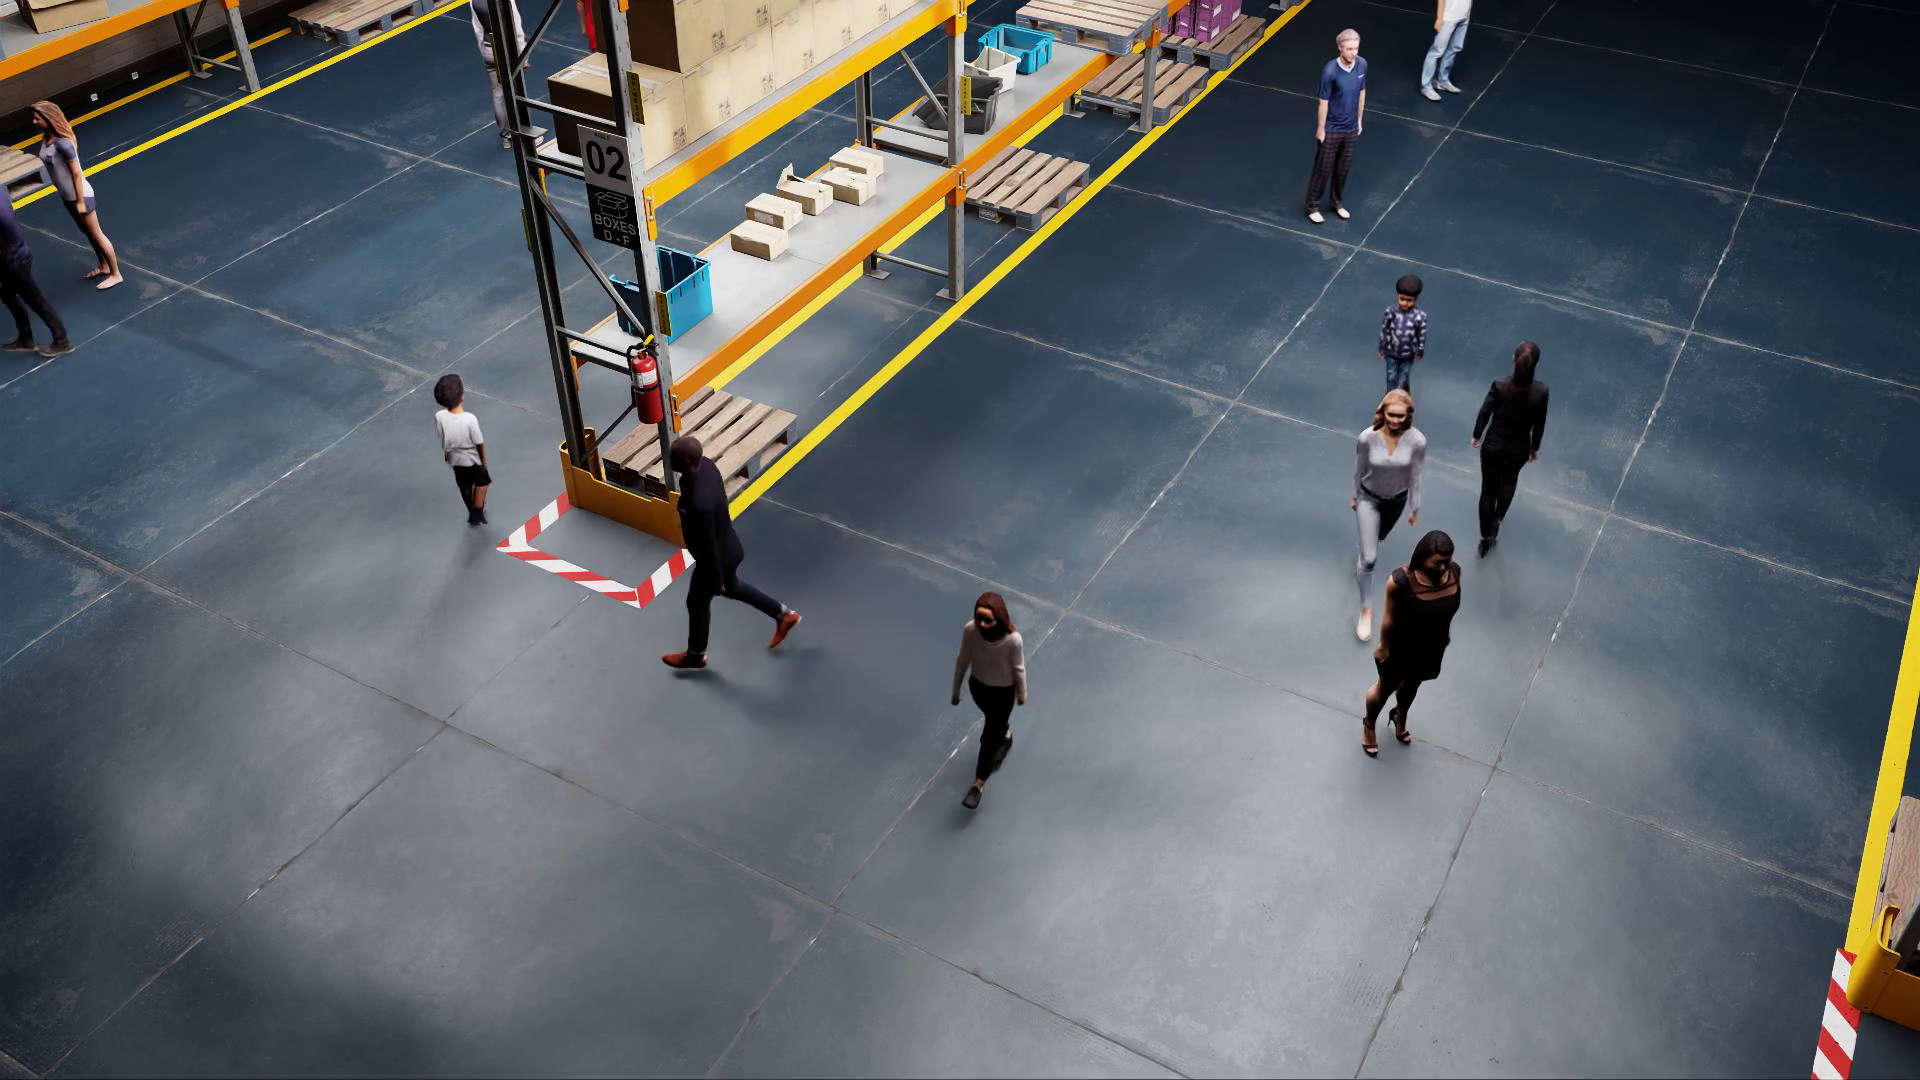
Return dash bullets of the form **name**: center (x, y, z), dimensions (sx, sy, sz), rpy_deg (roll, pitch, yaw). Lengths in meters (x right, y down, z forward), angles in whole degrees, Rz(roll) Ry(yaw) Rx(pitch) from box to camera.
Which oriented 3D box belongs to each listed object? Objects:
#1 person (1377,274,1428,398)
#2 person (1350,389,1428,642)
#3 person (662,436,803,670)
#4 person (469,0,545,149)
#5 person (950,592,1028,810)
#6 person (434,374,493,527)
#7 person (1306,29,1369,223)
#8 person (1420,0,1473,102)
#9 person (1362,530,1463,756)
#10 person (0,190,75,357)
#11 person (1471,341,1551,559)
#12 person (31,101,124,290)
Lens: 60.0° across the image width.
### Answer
- **person**: center (3.508, -1.561, 13.155), dimensions (0.498, 1.241, 0.545), rpy_deg (16, 41, 19)
- **person**: center (2.823, -0.288, 11.151), dimensions (0.926, 1.752, 1.275), rpy_deg (5, 39, 7)
- **person**: center (-1.473, 0.093, 10.652), dimensions (1.231, 1.779, 1.249), rpy_deg (-5, 39, -7)
- **person**: center (-4.618, -4.895, 16.772), dimensions (0.723, 1.937, 0.681), rpy_deg (8, 39, 10)
- **person**: center (0.217, 0.849, 9.975), dimensions (0.638, 1.443, 0.985), rpy_deg (15, 41, 18)
- **person**: center (-3.579, -0.592, 11.934), dimensions (0.616, 1.250, 0.706), rpy_deg (3, 39, 4)
- **person**: center (3.527, -3.879, 15.557), dimensions (0.699, 1.866, 0.797), rpy_deg (-15, 41, -18)
- **person**: center (5.268, -5.644, 17.775), dimensions (0.654, 1.855, 0.807), rpy_deg (-25, 45, -27)
- **person**: center (2.730, 0.613, 10.052), dimensions (0.750, 1.716, 0.825), rpy_deg (-13, 40, -16)
- **person**: center (-7.669, -2.290, 13.639), dimensions (0.961, 1.775, 0.898), rpy_deg (-12, 40, -14)
- **person**: center (3.805, -0.581, 11.561), dimensions (0.690, 1.698, 0.716), rpy_deg (8, 39, 10)
- **person**: center (-7.761, -3.047, 14.621), dimensions (0.645, 1.733, 0.661), rpy_deg (-29, 47, -31)
